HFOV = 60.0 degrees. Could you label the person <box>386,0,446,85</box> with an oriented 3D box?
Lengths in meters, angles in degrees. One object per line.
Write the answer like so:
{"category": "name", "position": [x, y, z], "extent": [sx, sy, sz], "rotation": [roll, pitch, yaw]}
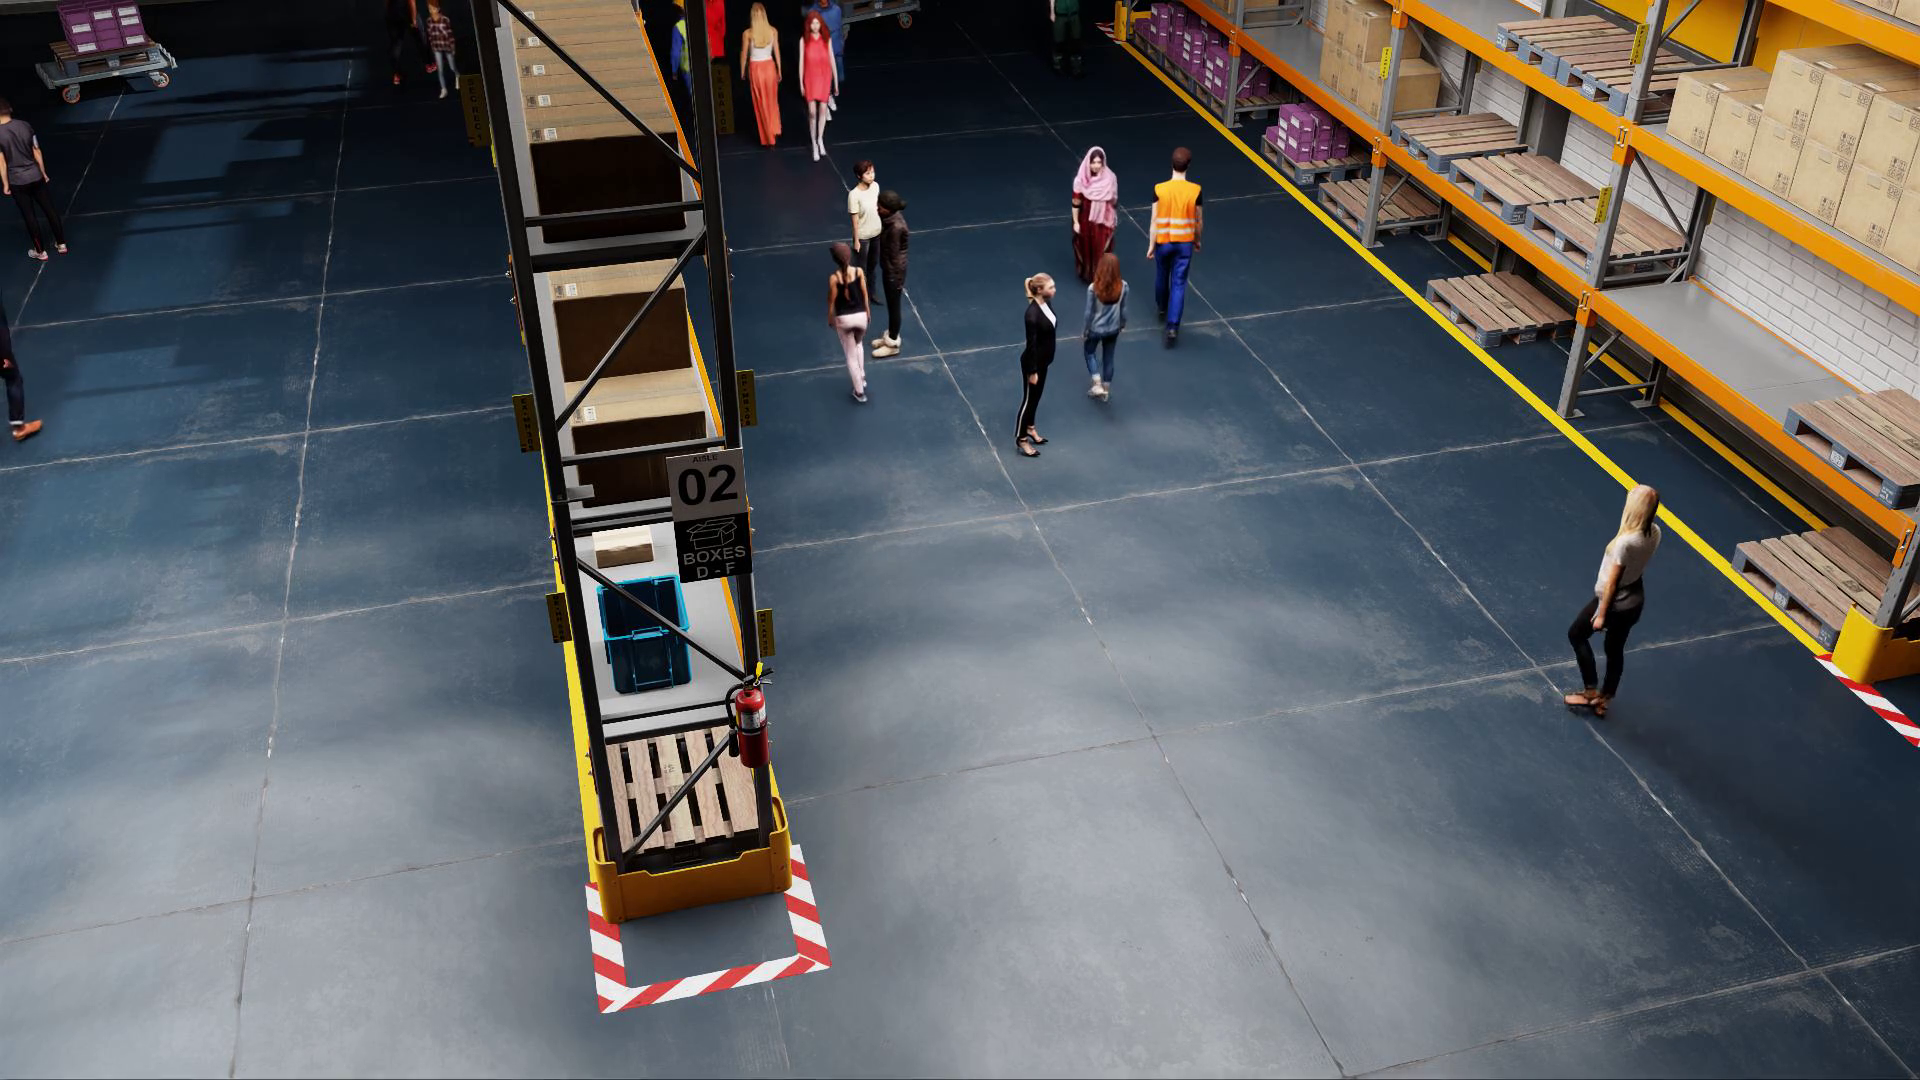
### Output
{"category": "person", "position": [-7.679, -7.133, 22.797], "extent": [1.135, 1.760, 1.255], "rotation": [8, 34, 12]}

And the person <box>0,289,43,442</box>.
{"category": "person", "position": [-8.534, -1.621, 14.491], "extent": [0.961, 1.774, 1.061], "rotation": [8, 35, 12]}

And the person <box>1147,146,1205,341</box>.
{"category": "person", "position": [2.110, -2.852, 16.284], "extent": [0.990, 1.839, 1.315], "rotation": [3, 34, 5]}

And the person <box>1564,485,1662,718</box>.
{"category": "person", "position": [4.544, 0.482, 11.287], "extent": [0.734, 1.818, 0.725], "rotation": [-22, 39, -29]}

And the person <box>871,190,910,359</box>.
{"category": "person", "position": [-0.624, -2.584, 16.043], "extent": [0.649, 1.660, 0.594], "rotation": [11, 35, 15]}

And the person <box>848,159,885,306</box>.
{"category": "person", "position": [-0.944, -3.102, 16.887], "extent": [0.670, 1.588, 0.653], "rotation": [24, 41, 32]}

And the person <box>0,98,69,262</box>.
{"category": "person", "position": [-10.077, -3.895, 17.922], "extent": [0.742, 1.763, 0.716], "rotation": [23, 40, 30]}

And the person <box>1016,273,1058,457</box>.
{"category": "person", "position": [0.649, -1.532, 14.421], "extent": [0.746, 1.703, 0.650], "rotation": [11, 35, 17]}

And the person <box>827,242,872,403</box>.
{"category": "person", "position": [-0.971, -1.973, 15.230], "extent": [0.616, 1.541, 0.752], "rotation": [-14, 36, -20]}

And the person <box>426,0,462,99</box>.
{"category": "person", "position": [-6.994, -6.711, 22.584], "extent": [0.689, 1.291, 0.930], "rotation": [1, 34, 1]}

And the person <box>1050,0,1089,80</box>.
{"category": "person", "position": [1.425, -7.333, 23.044], "extent": [0.767, 1.818, 0.989], "rotation": [-14, 36, -20]}

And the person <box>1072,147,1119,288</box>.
{"category": "person", "position": [1.387, -3.328, 17.230], "extent": [0.868, 1.583, 1.184], "rotation": [1, 34, 2]}

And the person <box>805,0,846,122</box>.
{"category": "person", "position": [-1.767, -6.409, 21.673], "extent": [0.725, 1.798, 0.736], "rotation": [-14, 36, -20]}

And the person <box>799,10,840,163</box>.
{"category": "person", "position": [-1.764, -5.628, 20.486], "extent": [0.619, 1.811, 0.720], "rotation": [-11, 35, -16]}

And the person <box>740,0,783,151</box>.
{"category": "person", "position": [-2.429, -5.723, 20.653], "extent": [0.687, 1.784, 0.822], "rotation": [-12, 35, -17]}

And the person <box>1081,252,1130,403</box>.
{"category": "person", "position": [1.337, -1.910, 15.200], "extent": [0.589, 1.470, 0.520], "rotation": [-8, 34, -12]}

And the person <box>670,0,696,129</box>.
{"category": "person", "position": [-3.315, -5.952, 20.984], "extent": [0.968, 1.798, 0.901], "rotation": [22, 40, 30]}
